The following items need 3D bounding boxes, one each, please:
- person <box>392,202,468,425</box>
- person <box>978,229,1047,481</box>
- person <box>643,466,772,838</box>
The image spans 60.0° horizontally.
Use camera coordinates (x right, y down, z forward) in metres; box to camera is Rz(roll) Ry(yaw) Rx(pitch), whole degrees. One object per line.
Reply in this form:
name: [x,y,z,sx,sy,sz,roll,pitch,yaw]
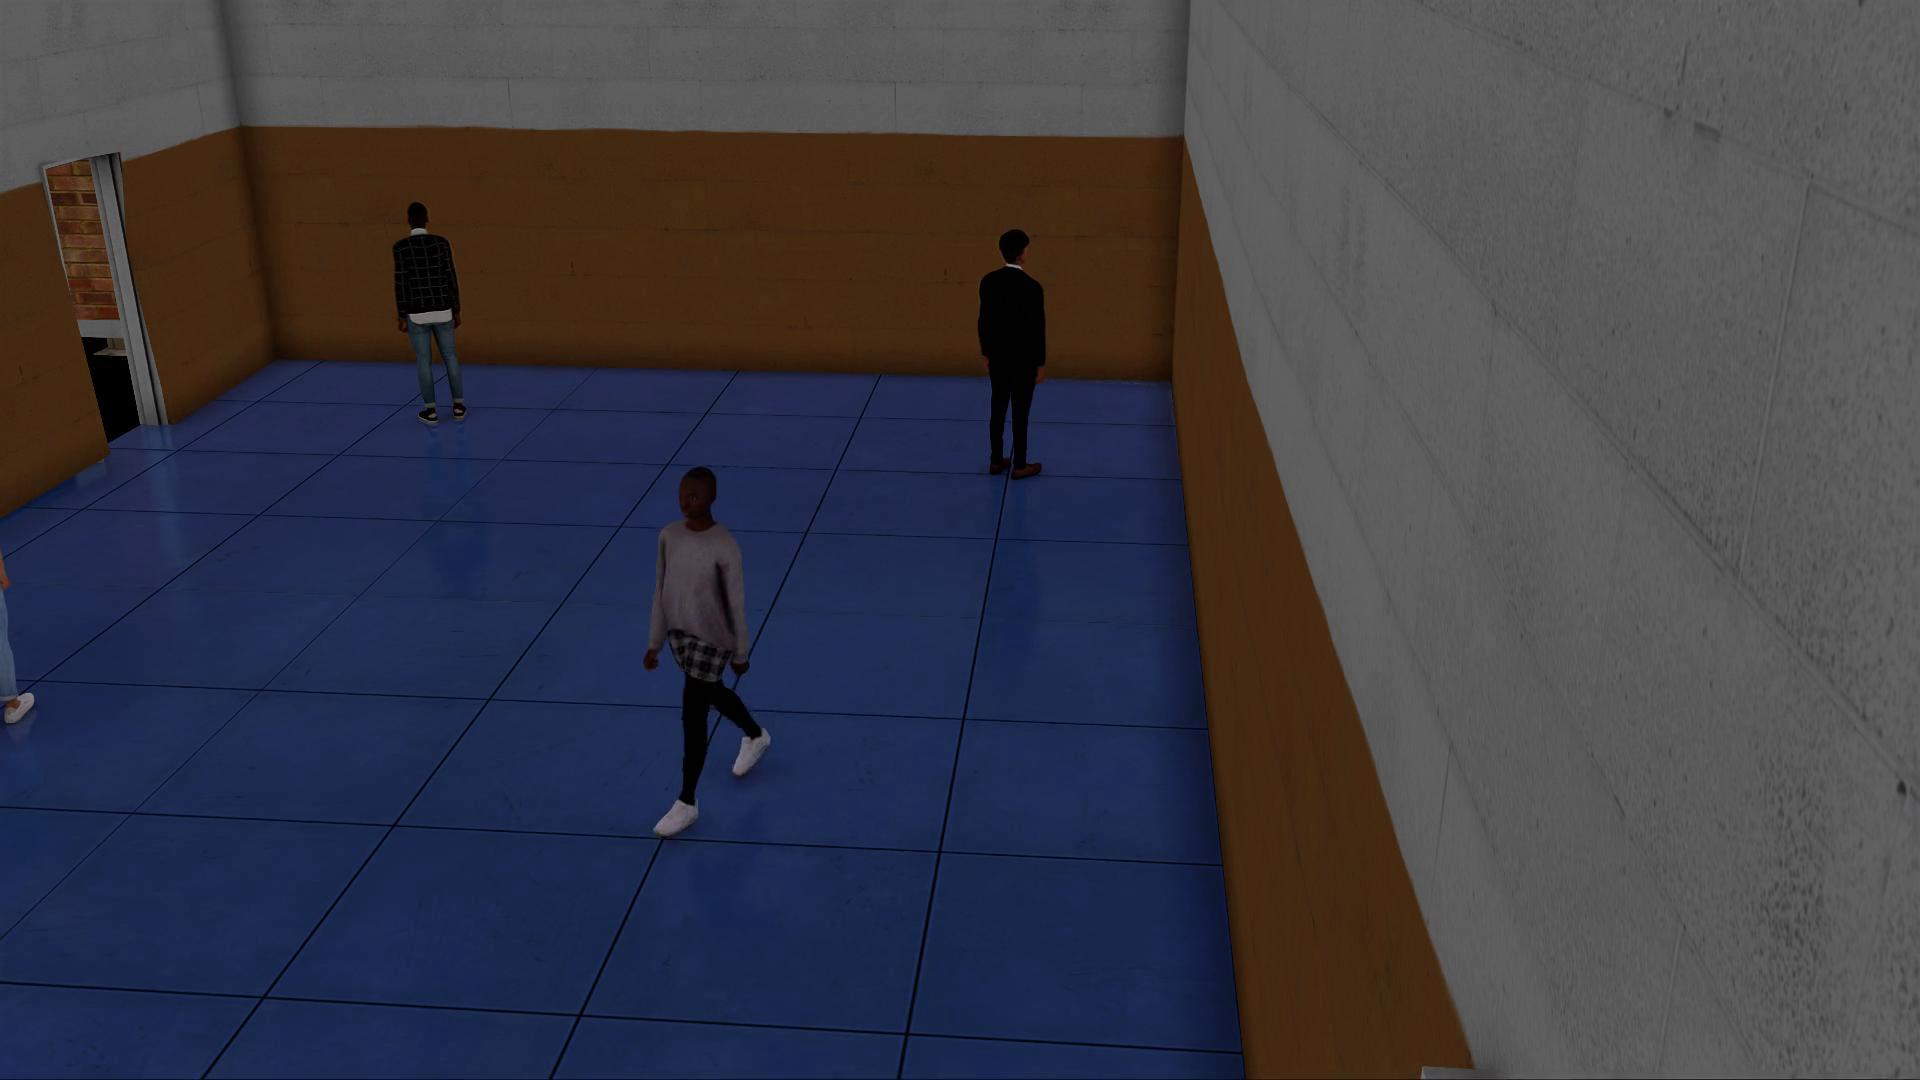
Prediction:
person: [-4.405,-1.886,13.794,0.695,1.819,0.805,-12,25,-28]
person: [0.384,-1.391,12.477,0.678,1.883,0.835,14,26,30]
person: [-1.189,0.470,8.045,1.189,1.734,1.076,15,26,32]
